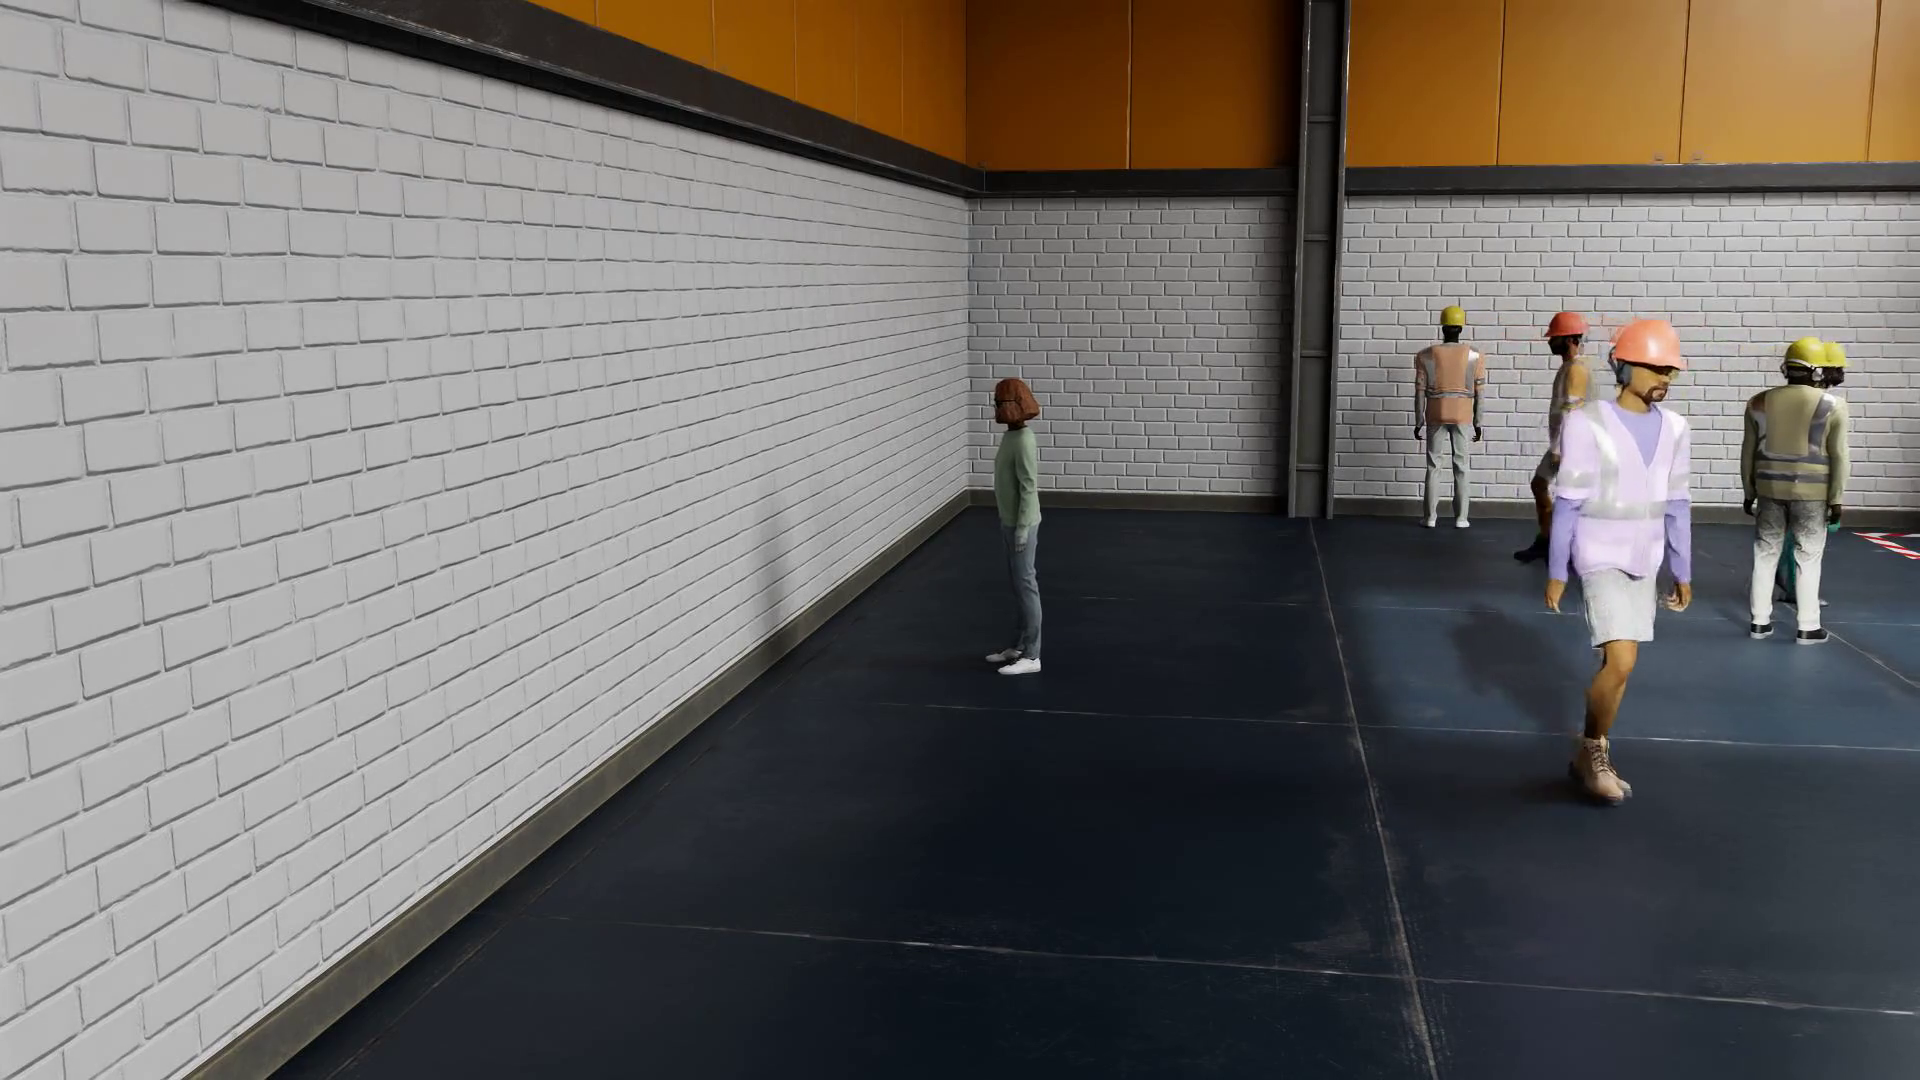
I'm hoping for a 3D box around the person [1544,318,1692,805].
[{"bbox_3d":[2.769,0.104,6.884,0.655,2.022,0.565,-3,10,-20],"label":"person"}]

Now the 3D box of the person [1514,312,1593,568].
[{"bbox_3d":[4.432,-0.737,12.435,0.681,1.915,0.580,2,9,14],"label":"person"}]

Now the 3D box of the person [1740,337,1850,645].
[{"bbox_3d":[4.992,-0.296,9.961,0.592,1.833,0.404,9,13,44],"label":"person"}]

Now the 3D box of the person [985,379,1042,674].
[{"bbox_3d":[0.306,-0.075,9.206,0.280,1.632,0.501,-1,9,-8],"label":"person"}]

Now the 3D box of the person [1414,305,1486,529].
[{"bbox_3d":[4.211,-1.050,14.340,0.589,1.930,0.360,2,9,13],"label":"person"}]

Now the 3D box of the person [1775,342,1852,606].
[{"bbox_3d":[5.663,-0.432,11.030,0.394,1.757,0.540,6,11,32],"label":"person"}]
